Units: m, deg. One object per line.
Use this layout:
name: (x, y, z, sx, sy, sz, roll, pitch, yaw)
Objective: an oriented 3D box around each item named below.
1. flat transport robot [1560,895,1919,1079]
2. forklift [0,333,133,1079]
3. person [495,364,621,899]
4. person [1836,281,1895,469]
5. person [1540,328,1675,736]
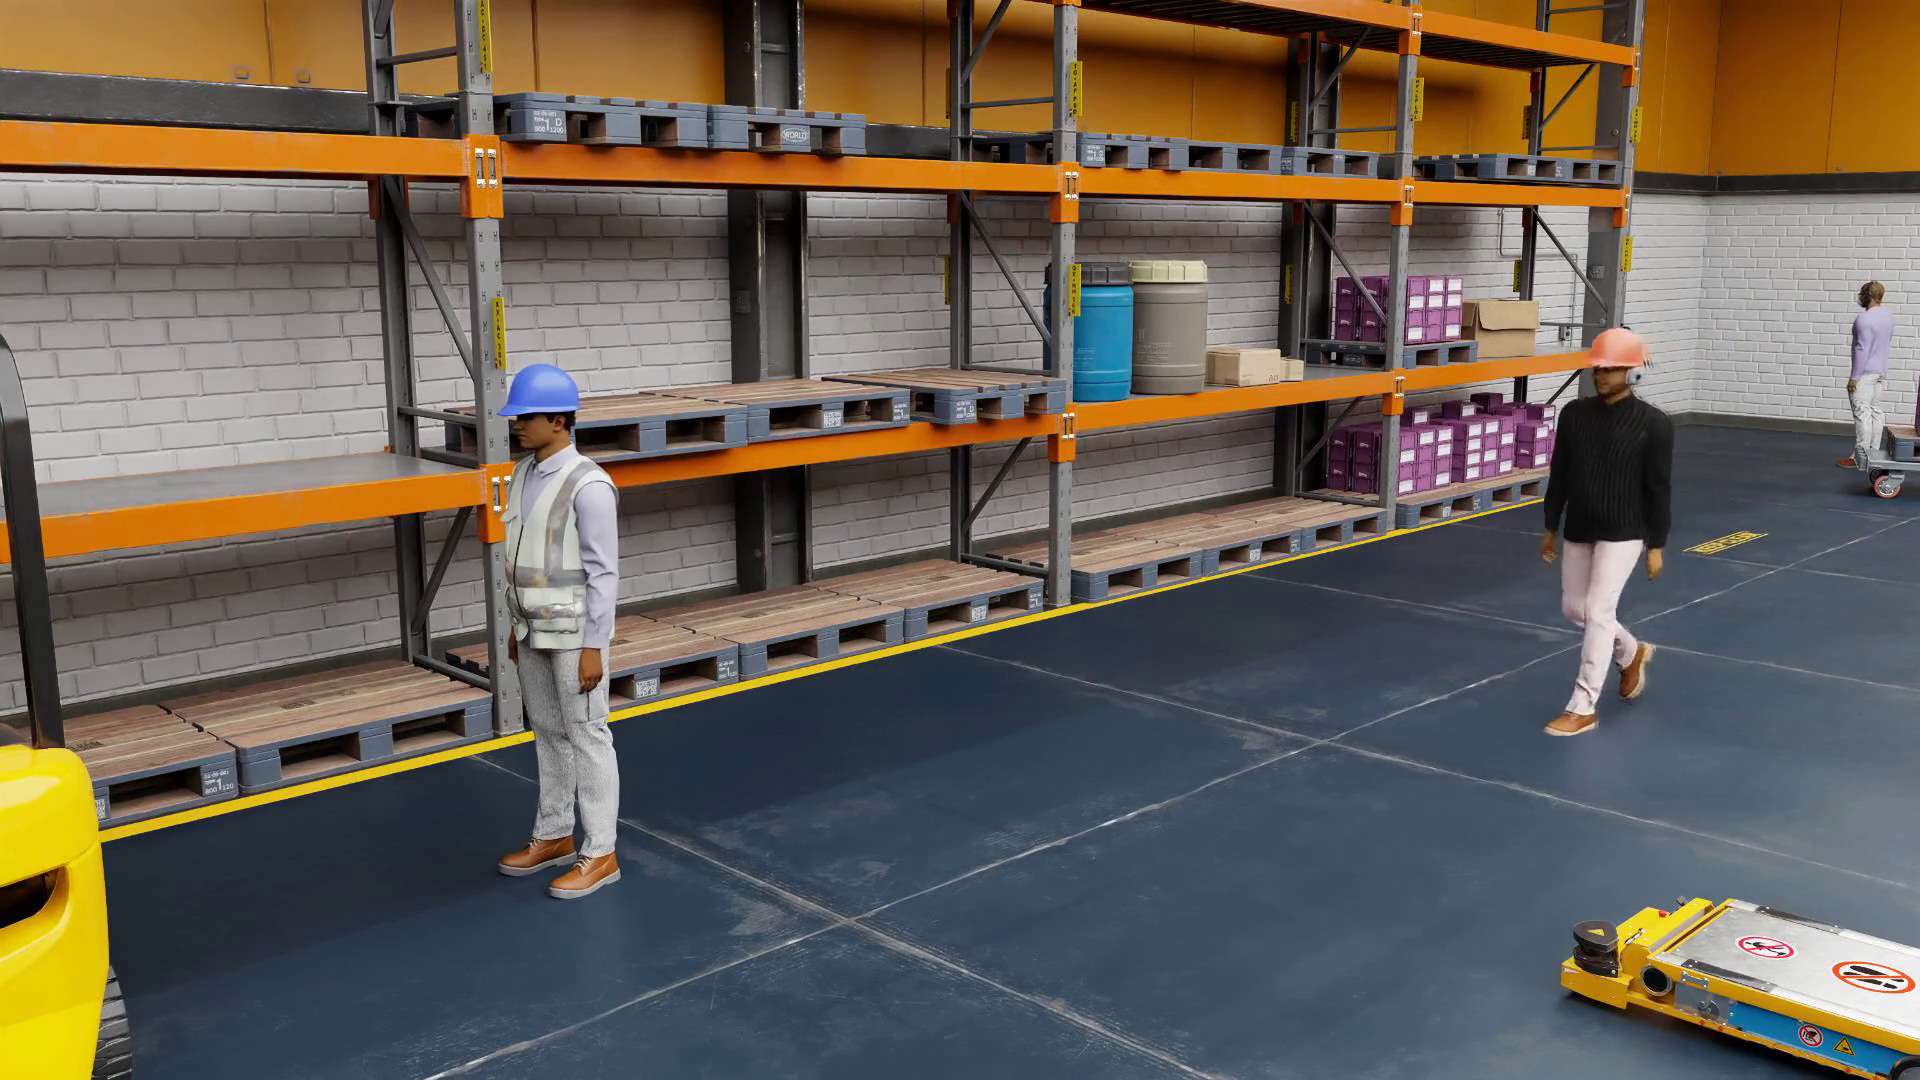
flat transport robot: (2.633, 1.374, 4.980, 0.652, 0.197, 1.431, -10, 15, -44)
forklift: (-3.289, 0.485, 4.582, 1.214, 2.155, 2.313, -10, 14, -44)
person: (-1.475, 0.327, 6.112, 0.605, 1.948, 0.387, 10, 14, 43)
person: (9.384, -1.703, 17.207, 0.636, 1.938, 0.354, -8, 13, -37)
person: (3.191, -0.056, 8.148, 0.831, 1.974, 0.624, -6, 12, -31)
